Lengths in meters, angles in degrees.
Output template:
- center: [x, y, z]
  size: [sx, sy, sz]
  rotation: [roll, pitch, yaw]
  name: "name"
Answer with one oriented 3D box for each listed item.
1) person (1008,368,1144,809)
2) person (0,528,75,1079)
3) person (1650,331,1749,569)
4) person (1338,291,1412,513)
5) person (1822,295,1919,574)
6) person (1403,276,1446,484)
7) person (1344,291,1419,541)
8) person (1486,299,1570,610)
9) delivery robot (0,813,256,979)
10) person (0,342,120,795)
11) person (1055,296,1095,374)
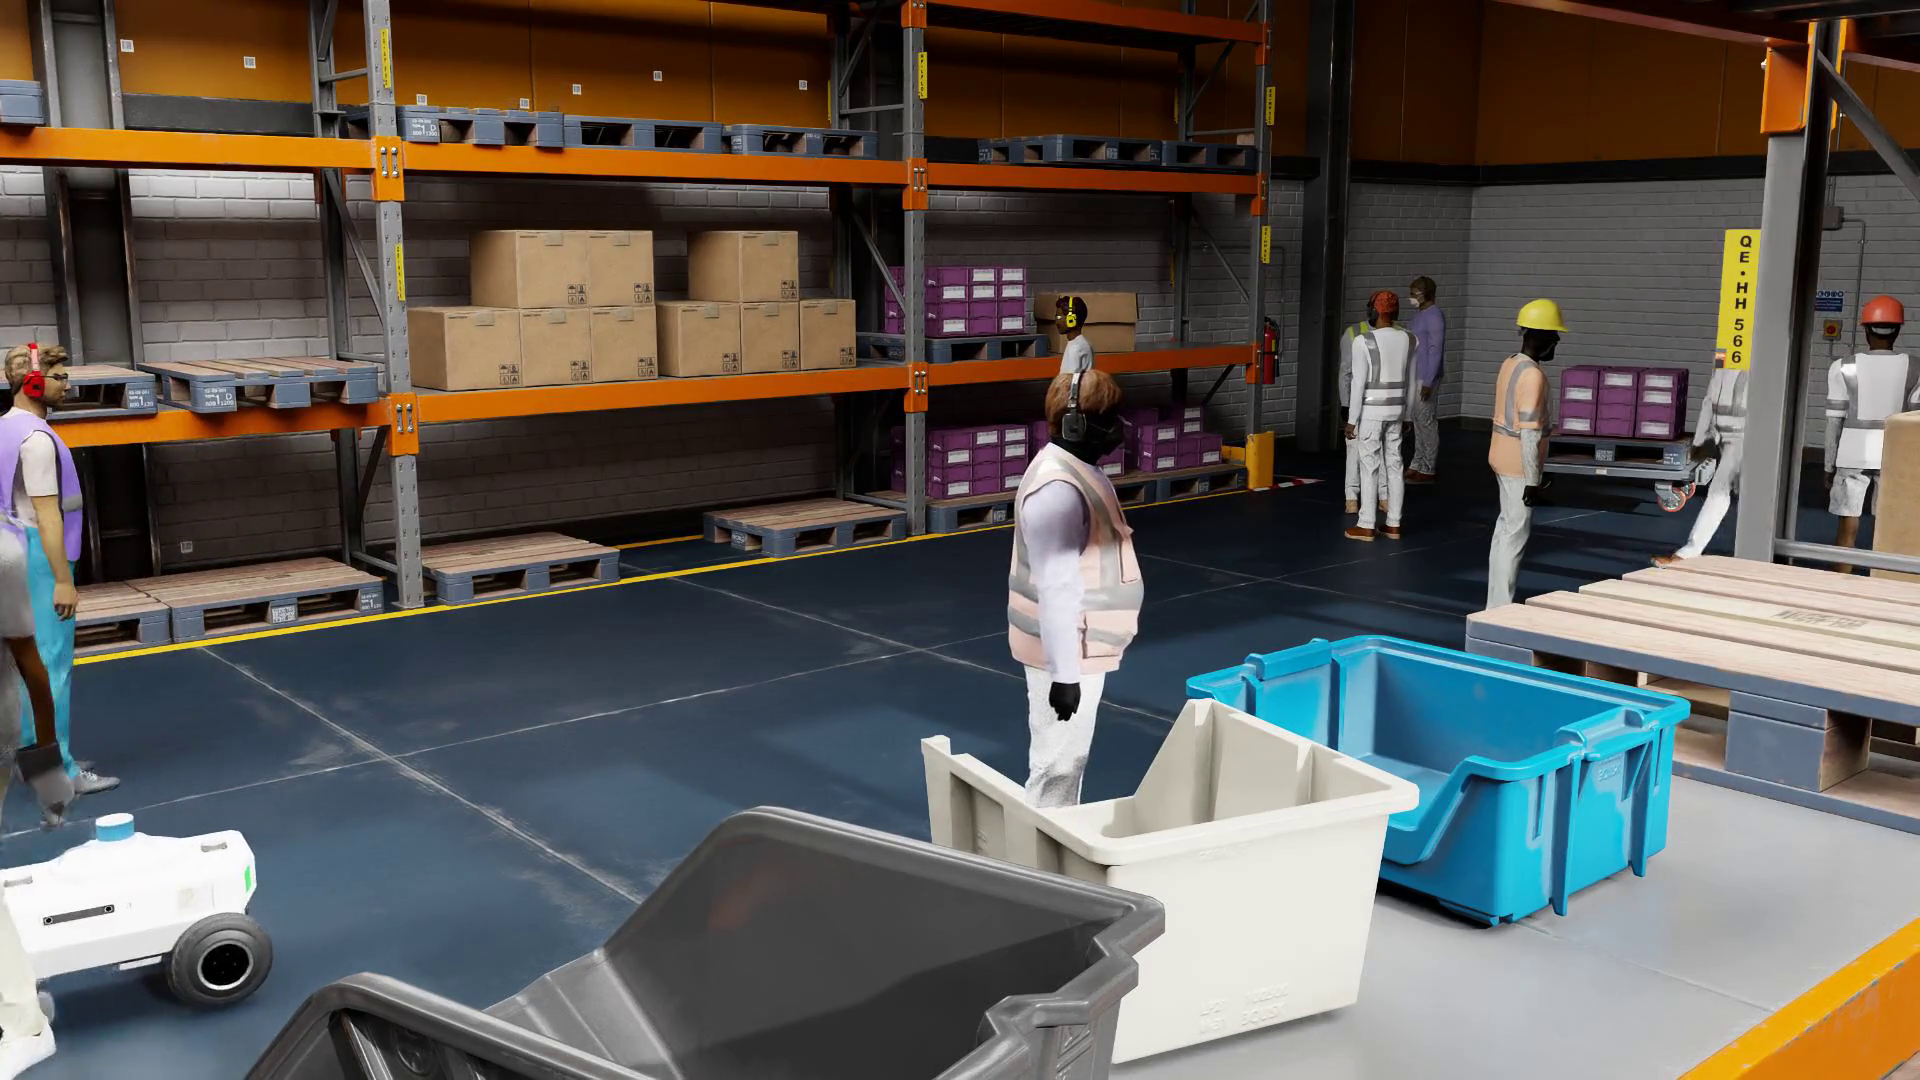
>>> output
- center: [0.375, 0.368, 5.385]
  size: [0.430, 1.844, 0.624]
  rotation: [2, 10, 10]
  name: "person"
- center: [-2.582, 0.589, 4.146]
  size: [0.556, 1.838, 0.783]
  rotation: [2, 10, 9]
  name: "person"
- center: [5.219, -0.670, 11.252]
  size: [1.002, 1.828, 0.604]
  rotation: [-1, 10, -4]
  name: "person"
- center: [3.453, -1.134, 13.799]
  size: [0.627, 1.844, 0.429]
  rotation: [0, 10, -2]
  name: "person"
- center: [5.375, -0.469, 9.809]
  size: [0.544, 1.937, 0.358]
  rotation: [4, 11, 20]
  name: "person"
- center: [4.313, -1.485, 15.503]
  size: [0.372, 1.937, 0.627]
  rotation: [0, 10, 2]
  name: "person"
- center: [3.168, -0.930, 12.539]
  size: [0.584, 1.882, 0.348]
  rotation: [-4, 11, -22]
  name: "person"
- center: [3.284, -0.431, 9.664]
  size: [0.395, 1.919, 0.582]
  rotation: [1, 10, 7]
  name: "person"
- center: [-2.473, 1.051, 4.901]
  size: [0.707, 0.478, 0.477]
  rotation: [-6, 12, -32]
  name: "delivery robot"
- center: [-3.741, 0.125, 6.745]
  size: [0.373, 1.840, 0.572]
  rotation: [-9, 14, -41]
  name: "person"
- center: [0.829, -0.832, 12.087]
  size: [0.328, 1.858, 0.501]
  rotation: [2, 10, 10]
  name: "person"
